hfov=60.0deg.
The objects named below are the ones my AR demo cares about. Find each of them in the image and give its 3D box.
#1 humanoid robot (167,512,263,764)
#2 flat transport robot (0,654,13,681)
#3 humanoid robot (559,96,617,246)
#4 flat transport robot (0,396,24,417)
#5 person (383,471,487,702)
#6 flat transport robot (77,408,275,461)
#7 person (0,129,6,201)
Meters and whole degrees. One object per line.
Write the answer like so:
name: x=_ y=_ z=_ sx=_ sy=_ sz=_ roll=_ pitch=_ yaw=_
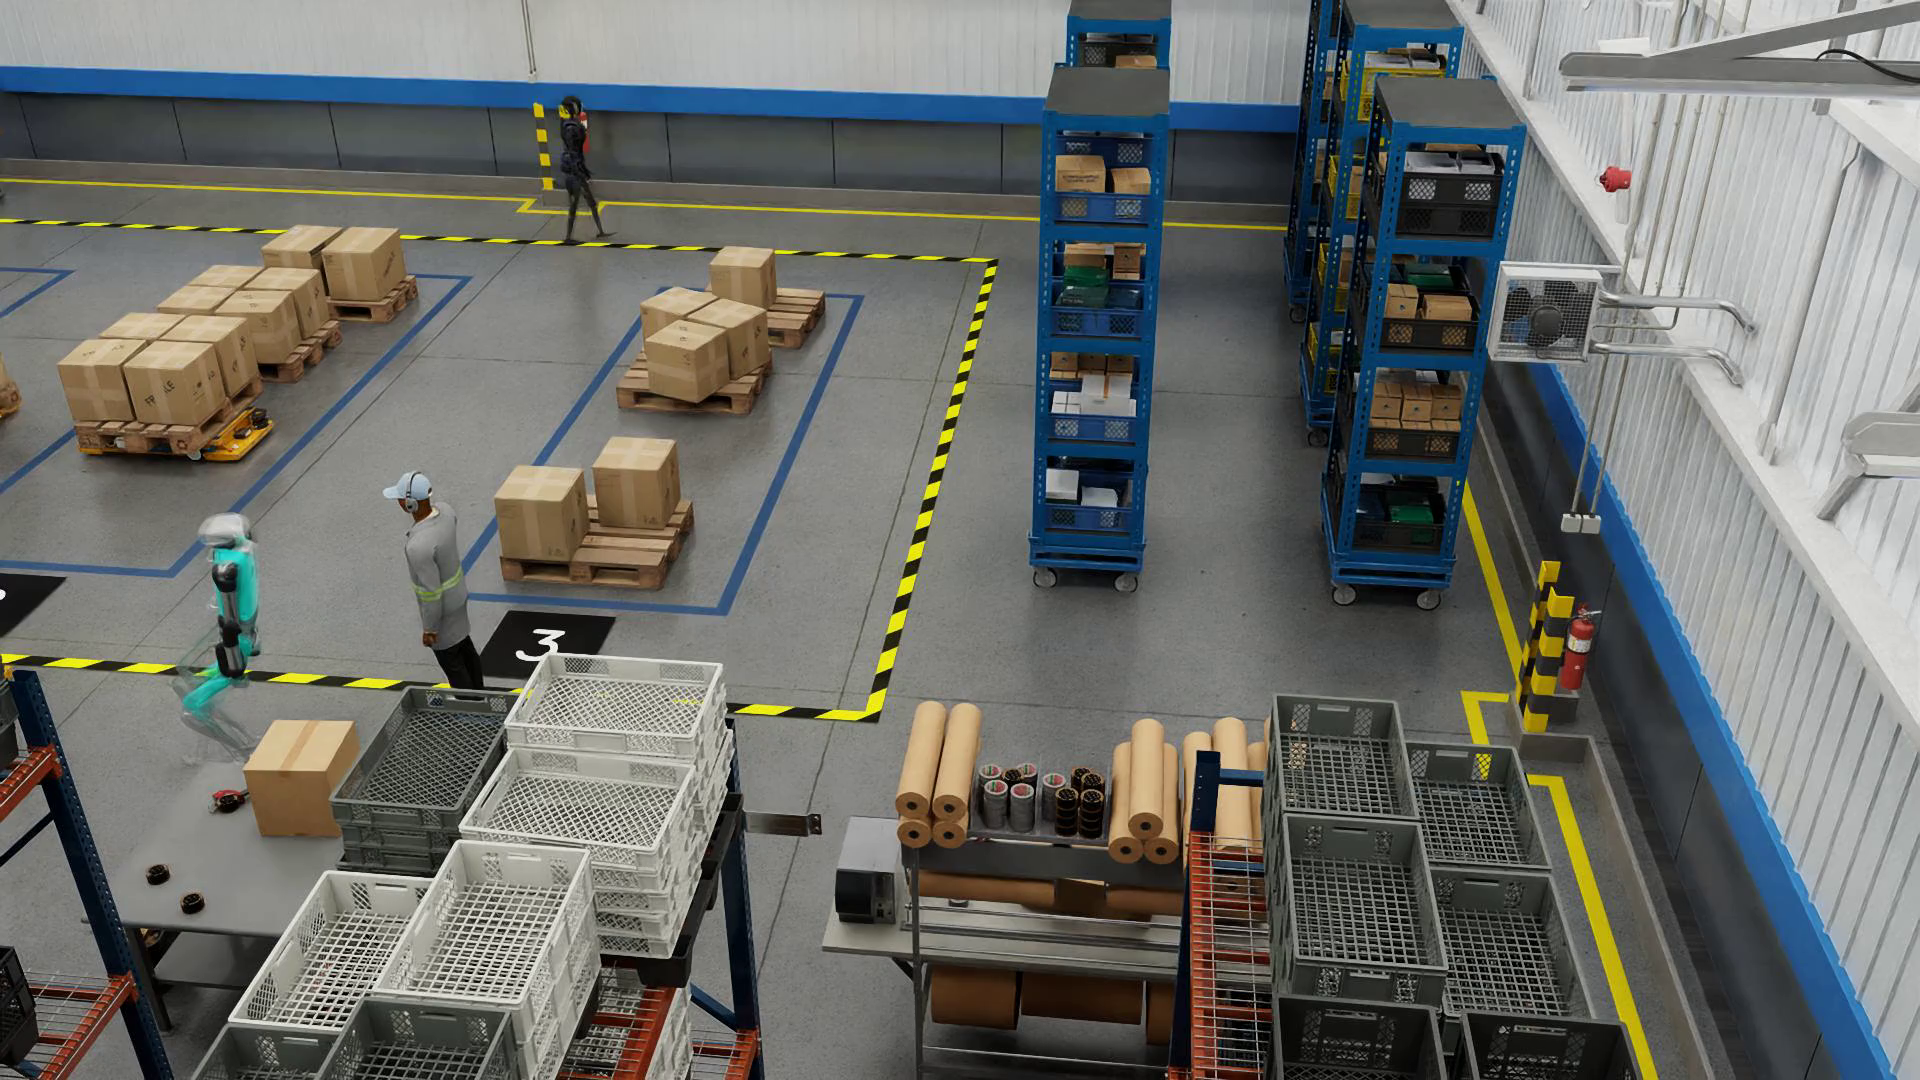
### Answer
humanoid robot: x=-4.512 y=0.627 z=10.004 sx=0.735 sy=1.677 sz=0.533 roll=-5 pitch=31 yaw=-9
flat transport robot: x=-7.142 y=0.969 z=11.010 sx=1.431 sy=0.231 sz=0.659 roll=3 pitch=30 yaw=6
humanoid robot: x=-4.150 y=-4.039 z=18.214 sx=0.615 sy=1.638 sz=0.584 roll=-2 pitch=30 yaw=-4
flat transport robot: x=-8.816 y=-0.975 z=14.320 sx=0.652 sy=0.197 sz=1.431 roll=3 pitch=30 yaw=6
person: x=-3.281 y=0.398 z=10.416 sx=0.398 sy=1.851 sz=0.594 roll=0 pitch=30 yaw=1
flat transport robot: x=-6.728 y=-0.944 z=14.268 sx=1.431 sy=0.197 sz=0.652 roll=3 pitch=30 yaw=6
person: x=-11.630 y=-4.899 z=19.569 sx=0.874 sy=1.796 sz=0.597 roll=22 pitch=37 yaw=33
